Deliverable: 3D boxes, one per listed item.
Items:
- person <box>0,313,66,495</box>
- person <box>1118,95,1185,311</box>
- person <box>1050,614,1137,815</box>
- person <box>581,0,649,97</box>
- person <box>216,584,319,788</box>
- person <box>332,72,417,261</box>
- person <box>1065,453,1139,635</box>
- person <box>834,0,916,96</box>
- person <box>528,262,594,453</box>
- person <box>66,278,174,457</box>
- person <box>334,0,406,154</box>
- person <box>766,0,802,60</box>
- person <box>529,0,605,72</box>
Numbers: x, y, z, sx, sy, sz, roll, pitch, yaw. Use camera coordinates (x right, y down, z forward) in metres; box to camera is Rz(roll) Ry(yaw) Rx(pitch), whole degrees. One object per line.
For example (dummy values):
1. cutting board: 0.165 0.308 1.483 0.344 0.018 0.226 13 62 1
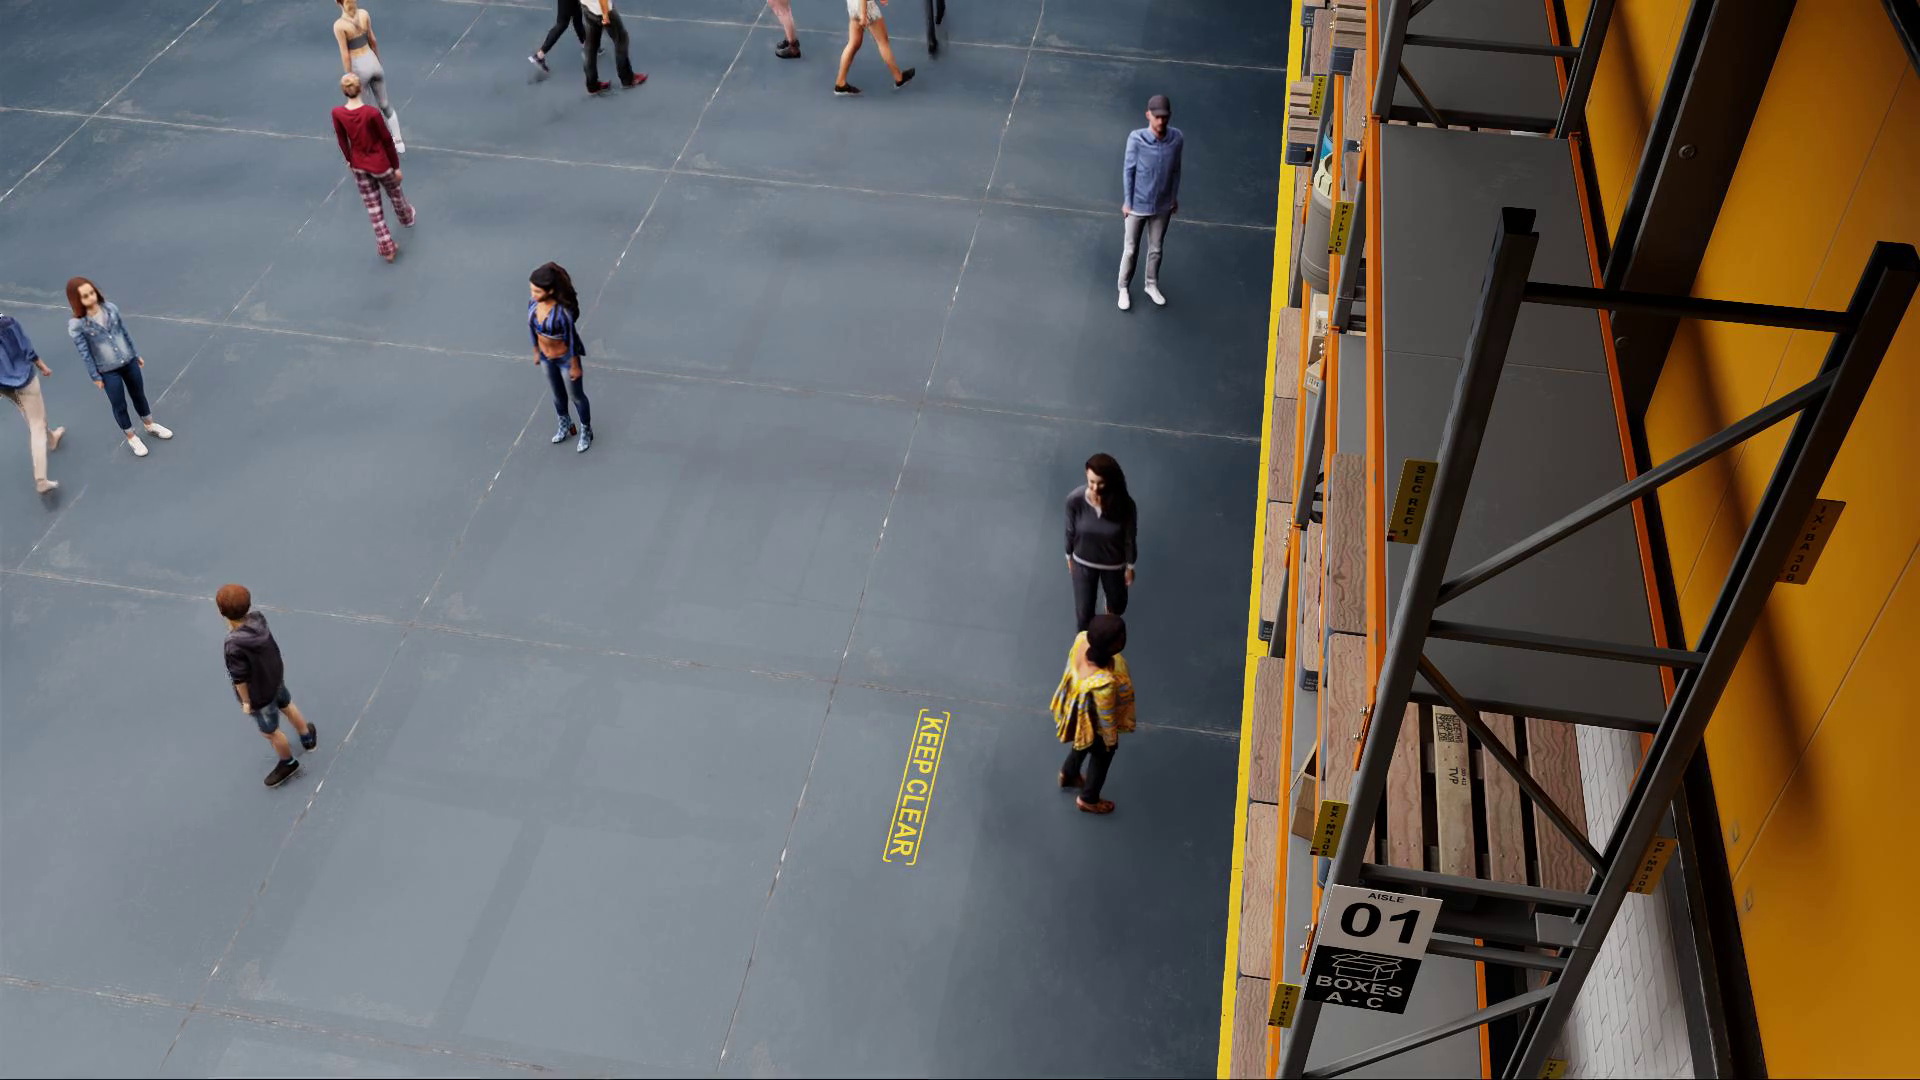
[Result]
1. person: -6.834 -1.091 12.010 0.782 1.666 1.165 -2 44 -3
2. person: 1.551 -2.777 13.612 0.725 1.888 0.702 -7 44 -7
3. person: 0.764 1.014 9.804 0.902 1.650 0.825 -9 44 -9
4. person: -3.603 -5.171 16.209 0.925 1.781 1.004 34 53 30
5. person: -4.248 0.900 10.079 0.739 1.436 0.439 -5 44 -6
6. person: -5.022 -3.151 14.161 0.778 1.673 1.018 -2 44 -2
7. person: 0.914 0.084 10.706 0.655 1.753 0.986 3 44 3
8. person: -1.036 -5.205 16.228 1.045 1.794 1.115 -11 45 -11
9. person: -2.961 -1.348 12.310 0.673 1.614 0.659 22 48 22
10. person: -6.295 -1.312 12.372 0.685 1.477 0.553 22 48 21
11. person: -5.494 -4.319 15.364 0.704 1.702 0.583 26 49 25
12. person: -1.727 -5.654 16.761 0.687 1.708 0.509 6 44 6
13. person: -4.041 -5.486 16.622 1.154 1.667 1.016 -30 51 -28
